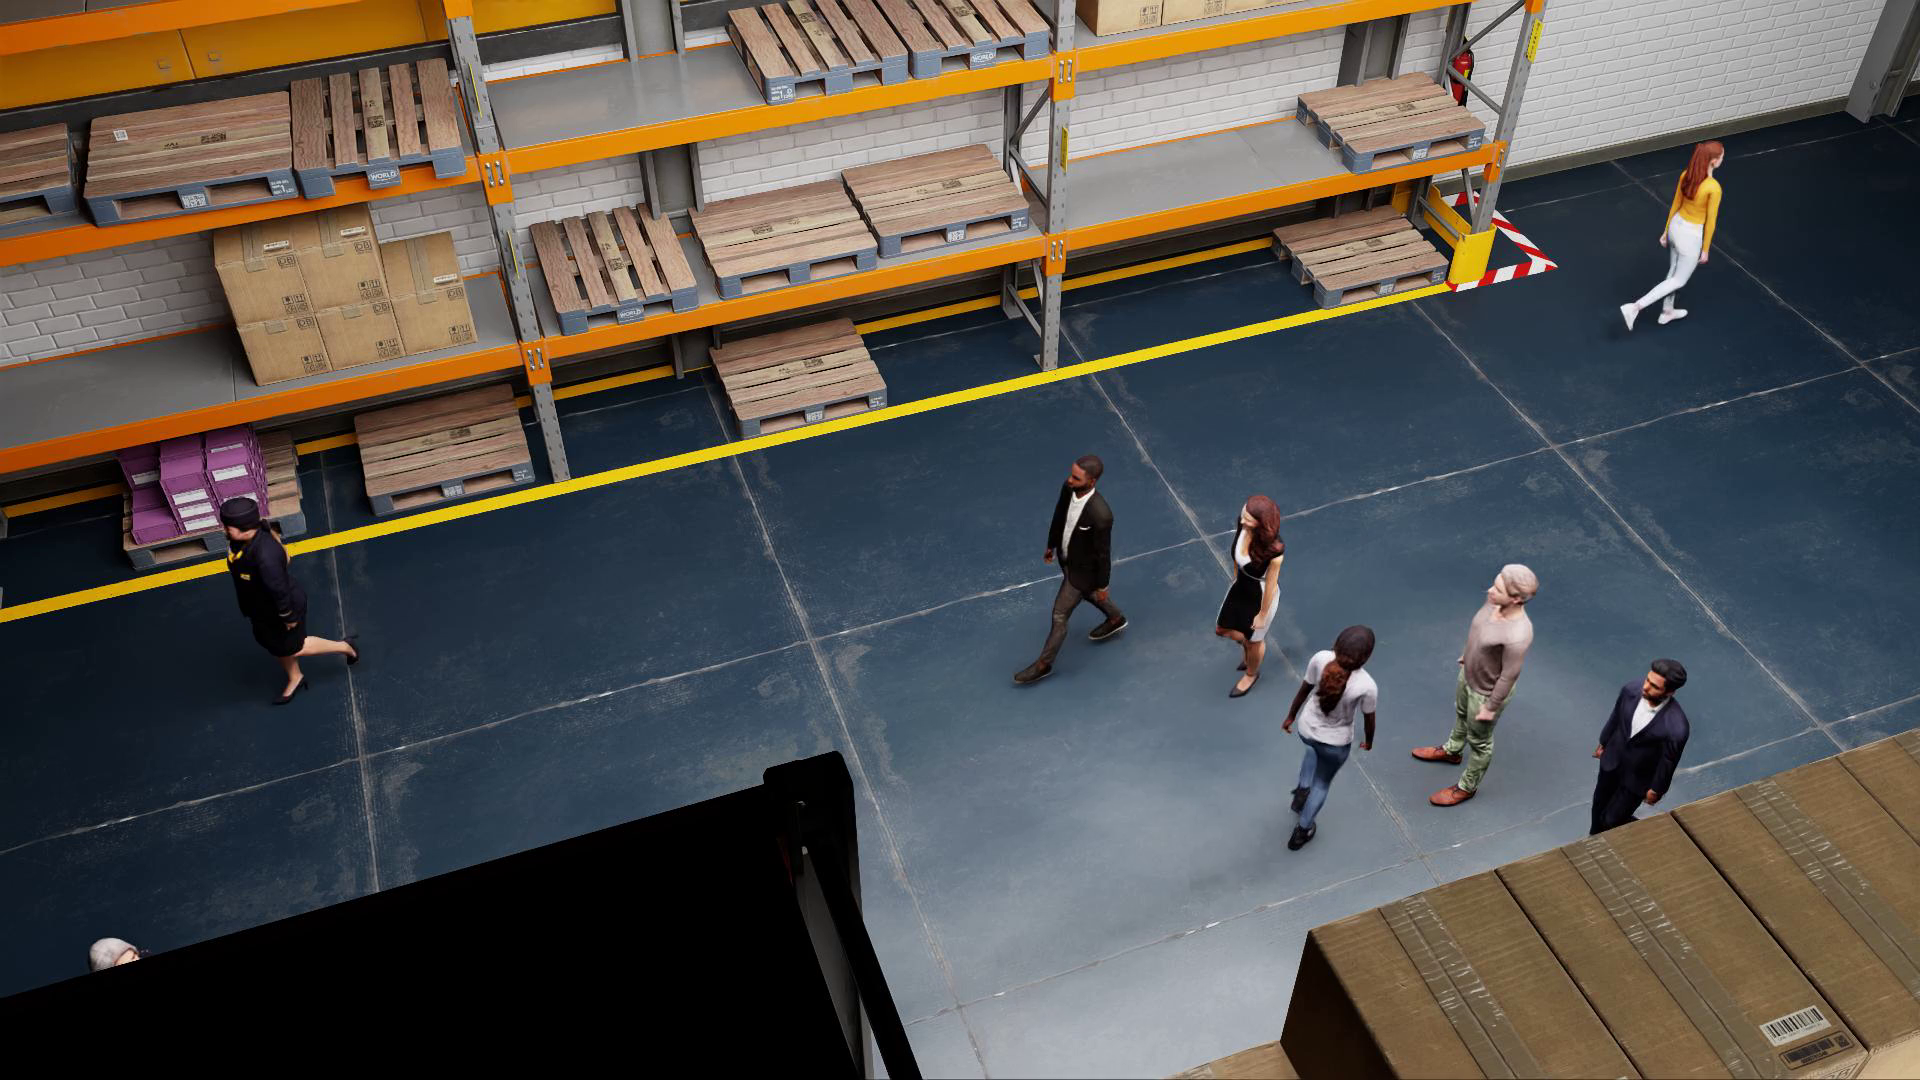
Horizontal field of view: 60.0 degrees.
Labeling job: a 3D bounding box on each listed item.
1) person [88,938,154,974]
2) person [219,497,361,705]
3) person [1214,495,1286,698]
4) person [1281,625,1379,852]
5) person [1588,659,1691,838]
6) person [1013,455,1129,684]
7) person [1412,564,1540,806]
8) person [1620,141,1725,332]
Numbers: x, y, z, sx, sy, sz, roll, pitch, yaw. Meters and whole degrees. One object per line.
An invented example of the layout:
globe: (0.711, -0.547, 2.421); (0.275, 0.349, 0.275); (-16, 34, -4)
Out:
person: (-3.934, 2.502, 8.261); (0.683, 1.747, 0.678); (1, 44, 1)
person: (-4.279, 0.376, 10.556); (0.970, 1.659, 0.846); (-27, 50, -26)
person: (1.919, 0.339, 10.509); (0.738, 1.778, 0.667); (-25, 49, -24)
person: (2.082, 1.185, 9.677); (0.803, 1.701, 0.856); (31, 52, 29)
person: (3.933, 1.286, 9.563); (0.720, 1.713, 0.670); (-16, 46, -17)
person: (0.843, 0.135, 10.740); (1.158, 1.755, 0.714); (-16, 46, -17)
person: (3.133, 0.839, 9.914); (0.694, 1.876, 0.731); (-3, 44, -3)
person: (5.791, -2.404, 13.420); (1.011, 1.734, 0.598); (-16, 46, -16)
